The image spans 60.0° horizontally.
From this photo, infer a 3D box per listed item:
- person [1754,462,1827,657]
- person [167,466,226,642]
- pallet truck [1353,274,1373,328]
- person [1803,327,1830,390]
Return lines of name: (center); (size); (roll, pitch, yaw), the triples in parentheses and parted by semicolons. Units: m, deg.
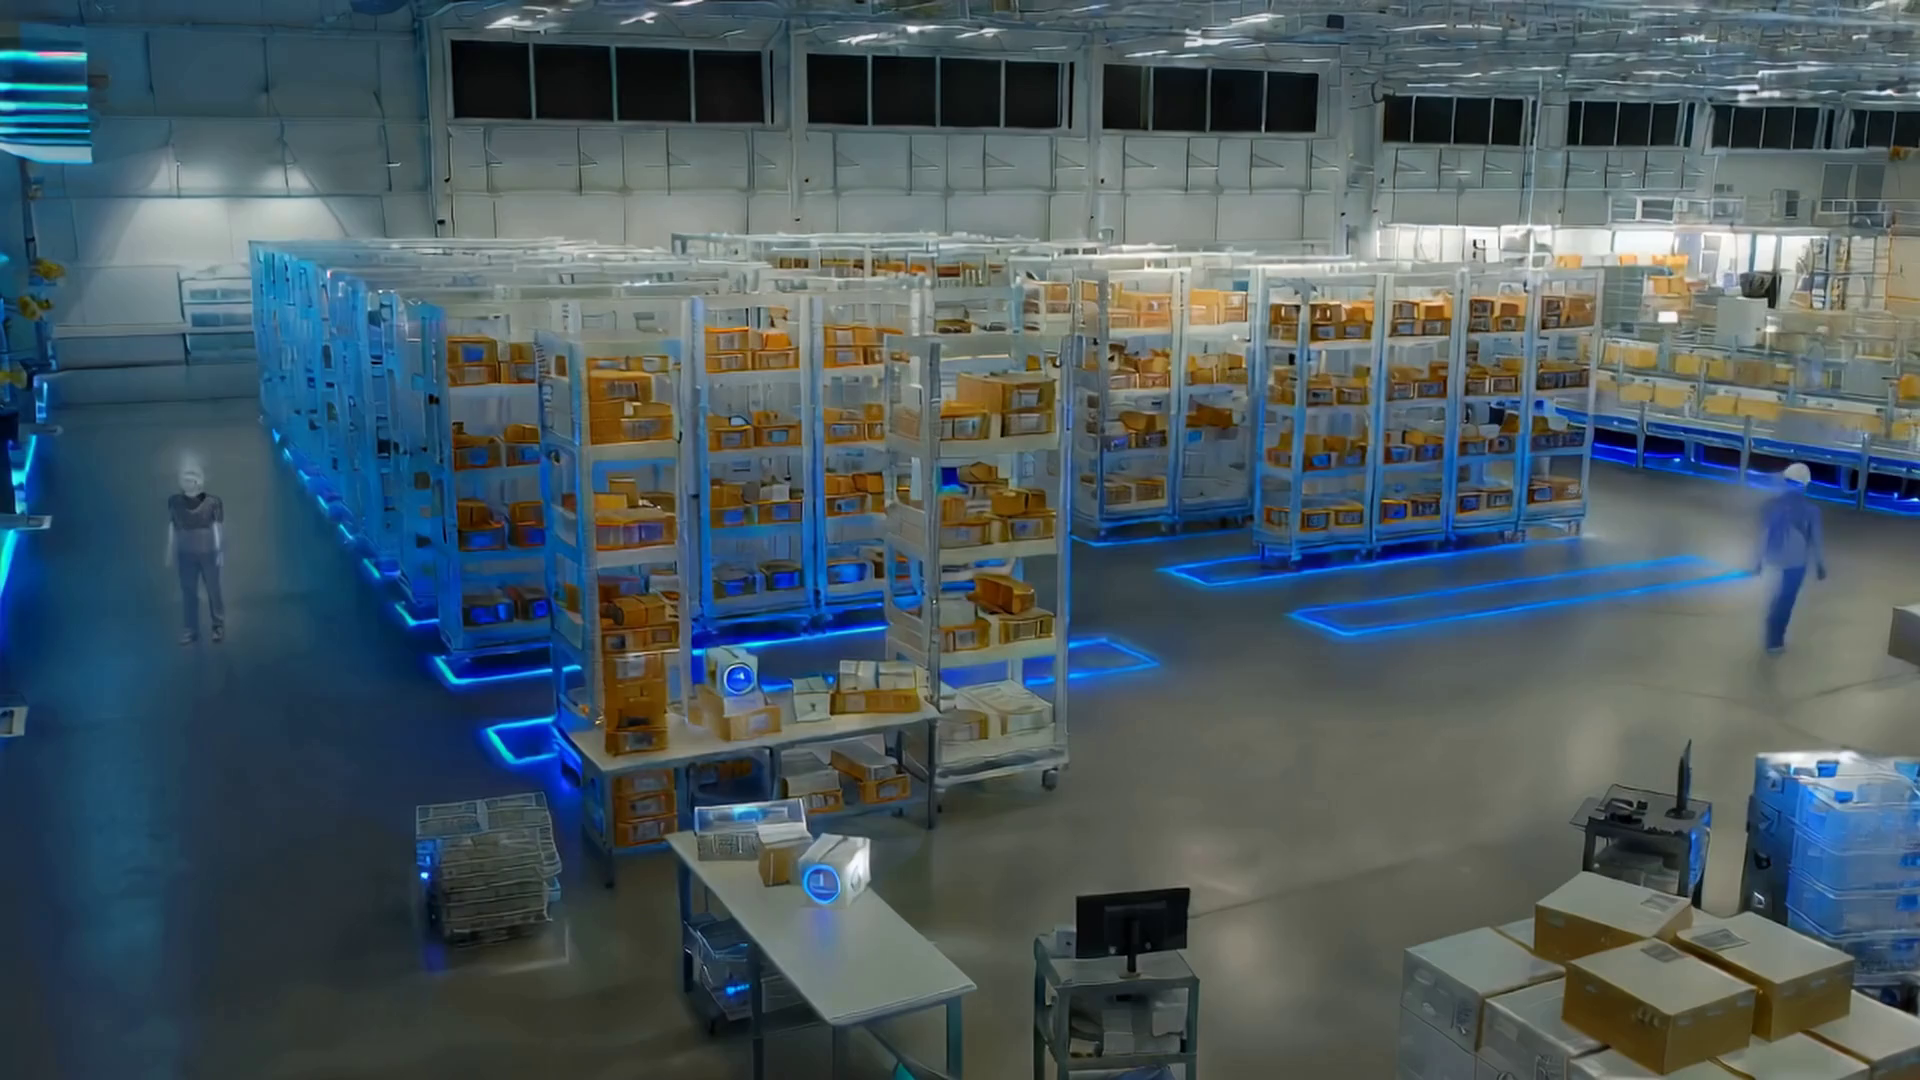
person: (8.378, 0.196, 16.730); (0.608, 1.974, 0.623); (-7, 14, -28)
person: (-7.918, 0.136, 17.304); (0.563, 1.847, 0.389); (-1, 12, -5)
pallet truck: (13.011, -8.050, 55.243); (0.823, 1.965, 1.885); (-7, 14, -28)
person: (18.095, -3.652, 35.246); (0.662, 1.747, 0.531); (9, 15, 36)
